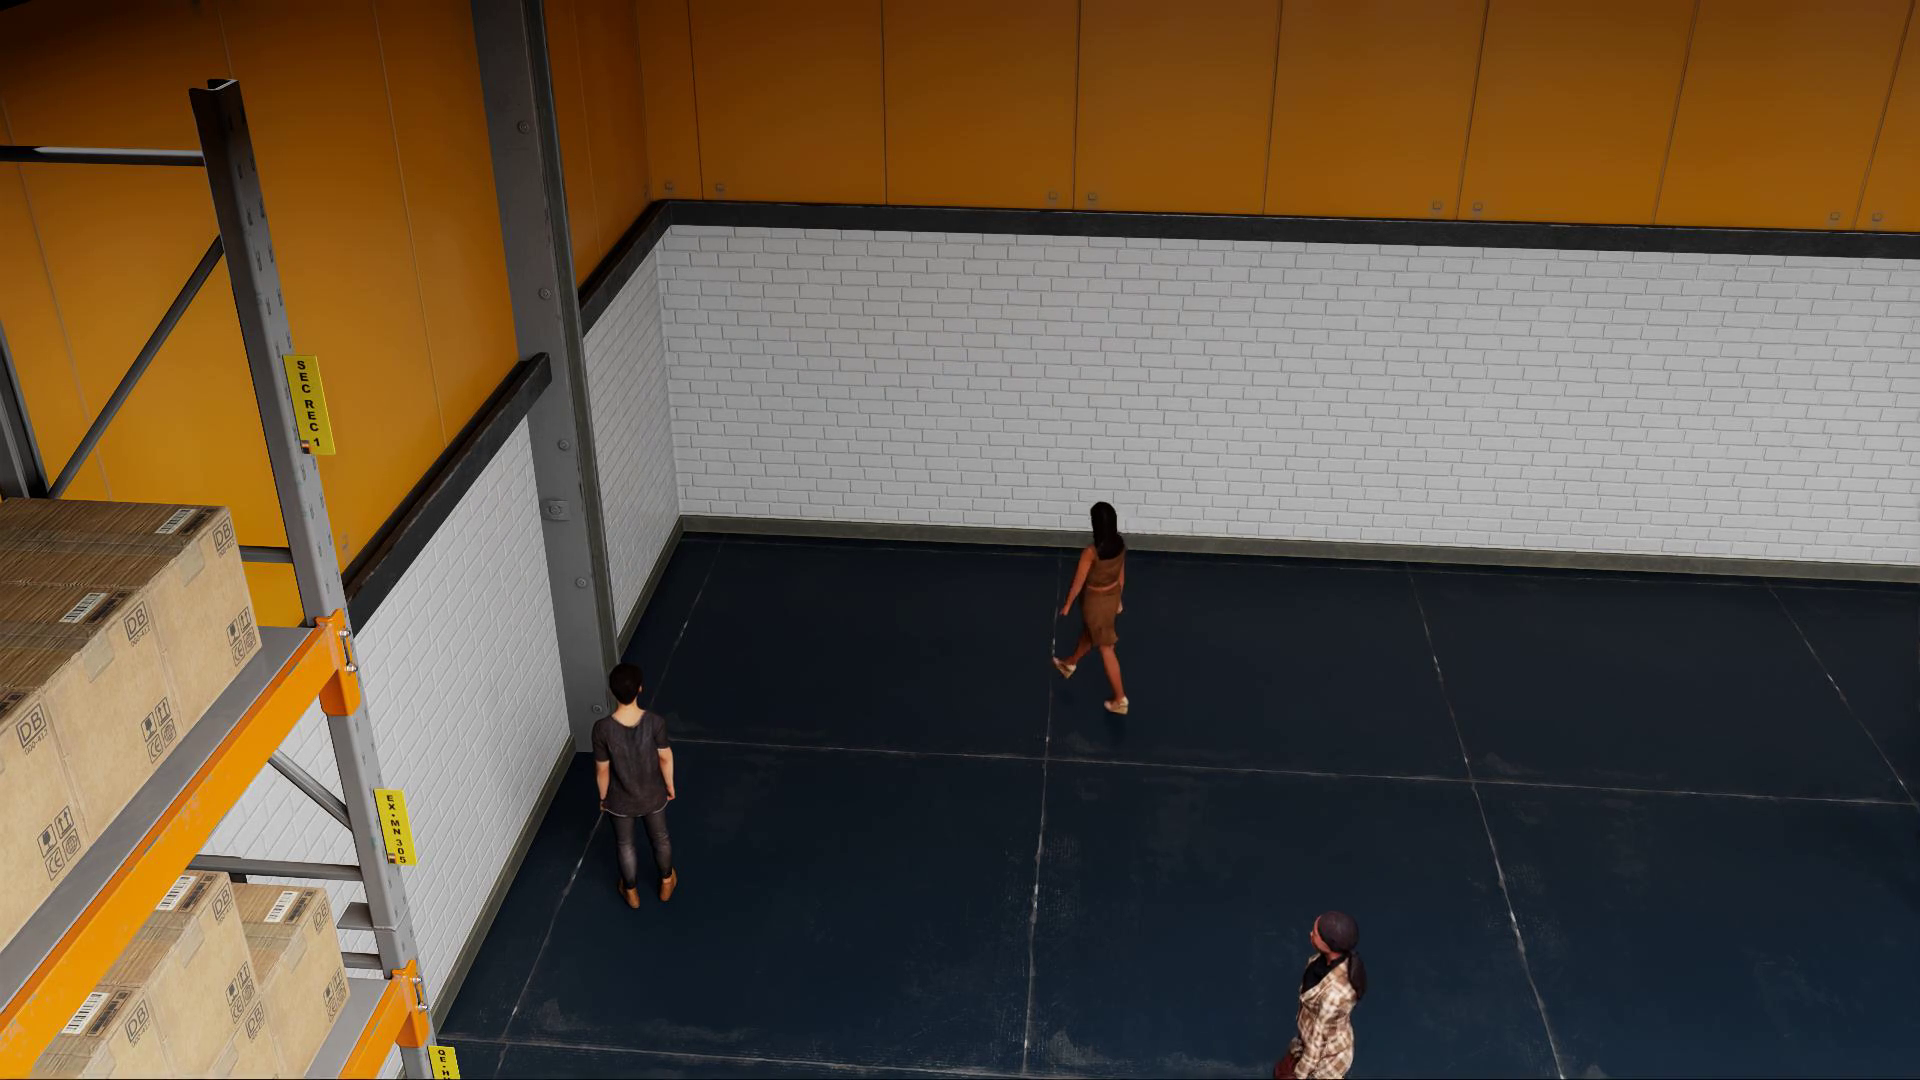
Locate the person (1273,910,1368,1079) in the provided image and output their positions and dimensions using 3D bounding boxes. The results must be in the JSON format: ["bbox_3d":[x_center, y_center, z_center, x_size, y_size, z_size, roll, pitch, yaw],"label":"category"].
[{"bbox_3d":[1.886,2.559,8.250,0.707,1.780,0.616,8,30,14],"label":"person"}]

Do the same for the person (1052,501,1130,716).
[{"bbox_3d":[1.081,0.540,12.087,1.030,1.650,1.037,23,36,36],"label":"person"}]

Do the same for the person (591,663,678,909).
[{"bbox_3d":[-1.998,1.517,10.229,0.694,1.715,0.661,-7,29,-13],"label":"person"}]
